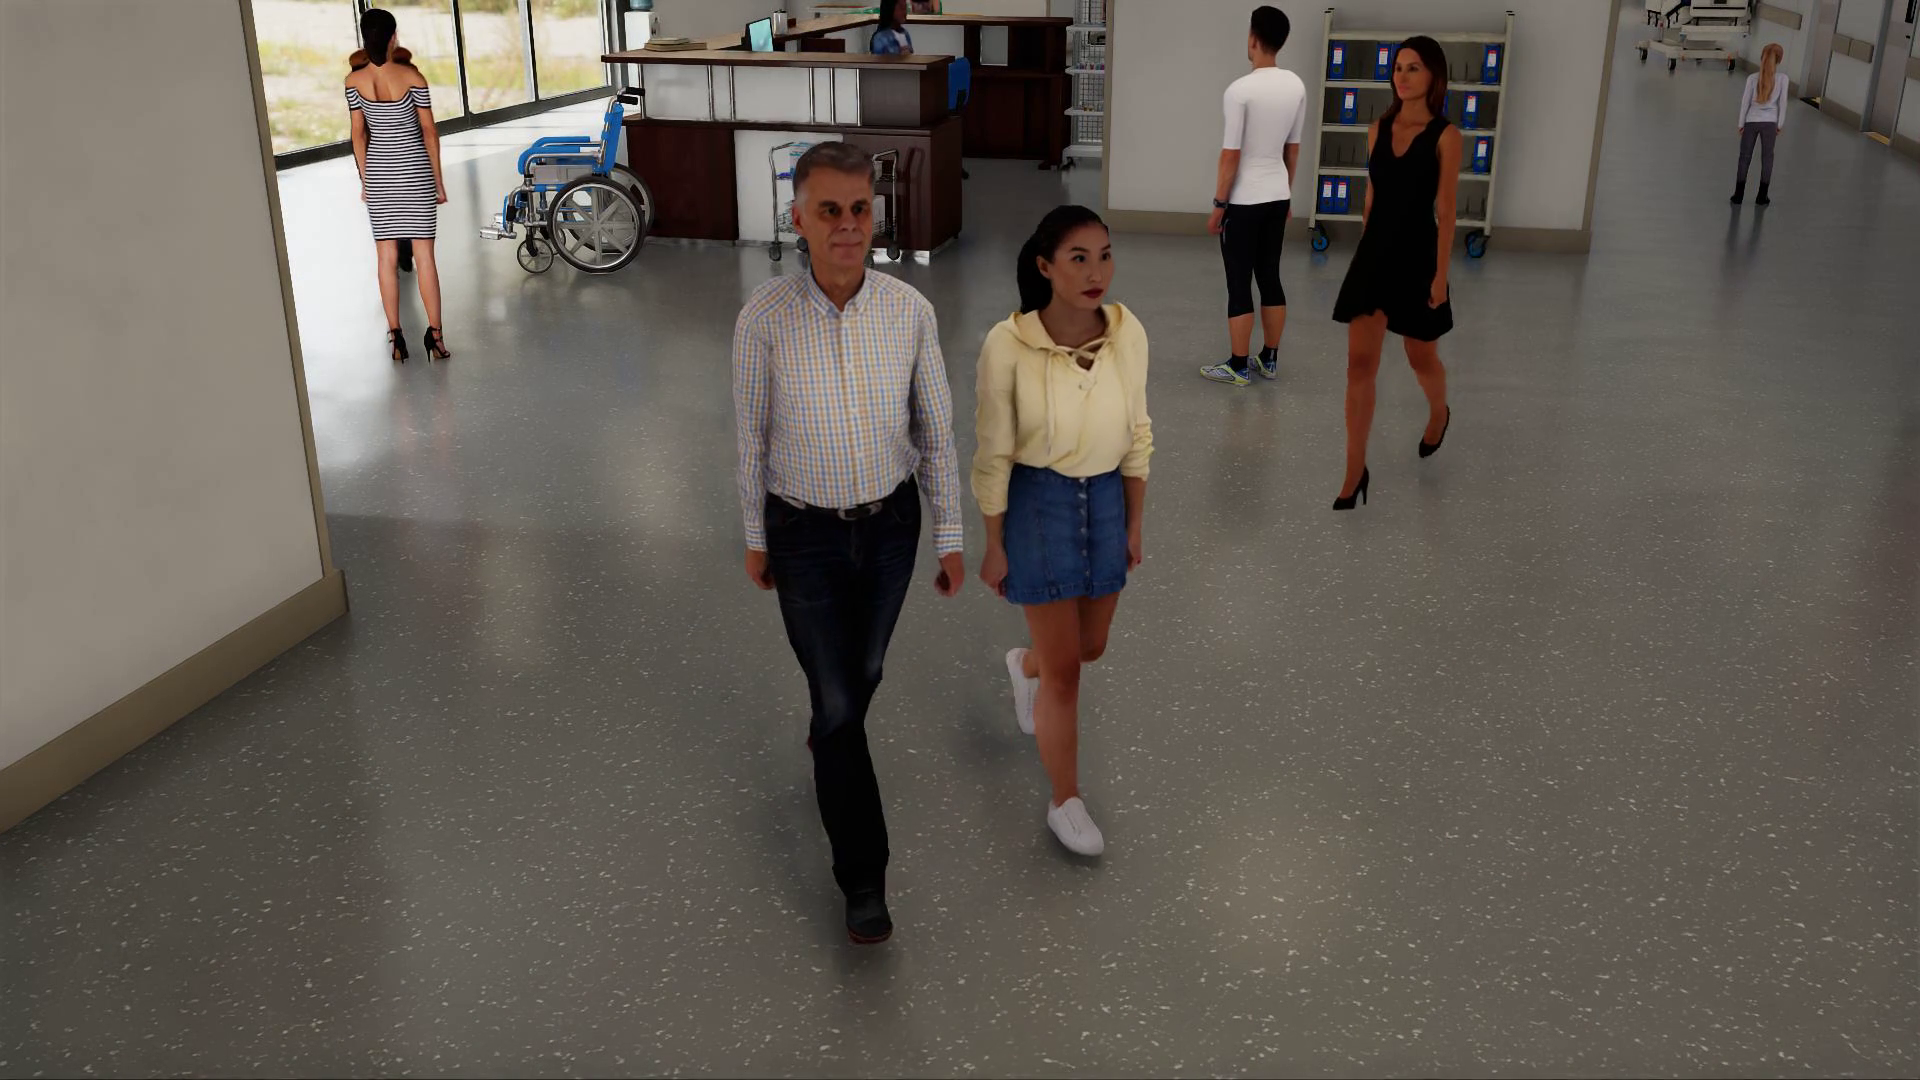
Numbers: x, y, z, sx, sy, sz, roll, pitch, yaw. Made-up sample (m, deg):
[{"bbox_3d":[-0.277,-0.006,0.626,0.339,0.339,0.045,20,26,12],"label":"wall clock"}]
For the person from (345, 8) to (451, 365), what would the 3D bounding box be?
[{"bbox_3d":[-2.939,-1.839,8.713,0.575,1.822,0.723,-1,21,-3],"label":"person"}]

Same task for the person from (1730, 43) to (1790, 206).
[{"bbox_3d":[6.560,-3.409,13.624,0.476,1.279,0.584,10,23,25],"label":"person"}]

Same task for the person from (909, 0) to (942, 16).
[{"bbox_3d":[-0.431,-5.617,18.770,0.752,1.764,0.706,8,22,21],"label":"person"}]

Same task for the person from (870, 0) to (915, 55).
[{"bbox_3d":[-0.597,-3.313,12.787,1.019,1.693,0.766,12,24,29],"label":"person"}]

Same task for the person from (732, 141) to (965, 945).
[{"bbox_3d":[-0.288,-0.039,4.029,1.252,1.774,1.136,-5,21,-14],"label":"person"}]

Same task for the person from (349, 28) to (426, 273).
[{"bbox_3d":[-3.716,-2.564,10.934,1.054,1.605,0.912,-1,21,-3],"label":"person"}]

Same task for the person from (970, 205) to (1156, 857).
[{"bbox_3d":[0.239,-0.047,4.273,1.036,1.616,1.050,-8,22,-21],"label":"person"}]

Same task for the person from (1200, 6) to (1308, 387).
[{"bbox_3d":[1.488,-1.707,8.324,0.751,1.851,0.797,-13,24,-31],"label":"person"}]

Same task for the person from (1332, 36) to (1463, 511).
[{"bbox_3d":[1.806,-1.022,6.597,1.134,1.794,0.990,18,27,39],"label":"person"}]
